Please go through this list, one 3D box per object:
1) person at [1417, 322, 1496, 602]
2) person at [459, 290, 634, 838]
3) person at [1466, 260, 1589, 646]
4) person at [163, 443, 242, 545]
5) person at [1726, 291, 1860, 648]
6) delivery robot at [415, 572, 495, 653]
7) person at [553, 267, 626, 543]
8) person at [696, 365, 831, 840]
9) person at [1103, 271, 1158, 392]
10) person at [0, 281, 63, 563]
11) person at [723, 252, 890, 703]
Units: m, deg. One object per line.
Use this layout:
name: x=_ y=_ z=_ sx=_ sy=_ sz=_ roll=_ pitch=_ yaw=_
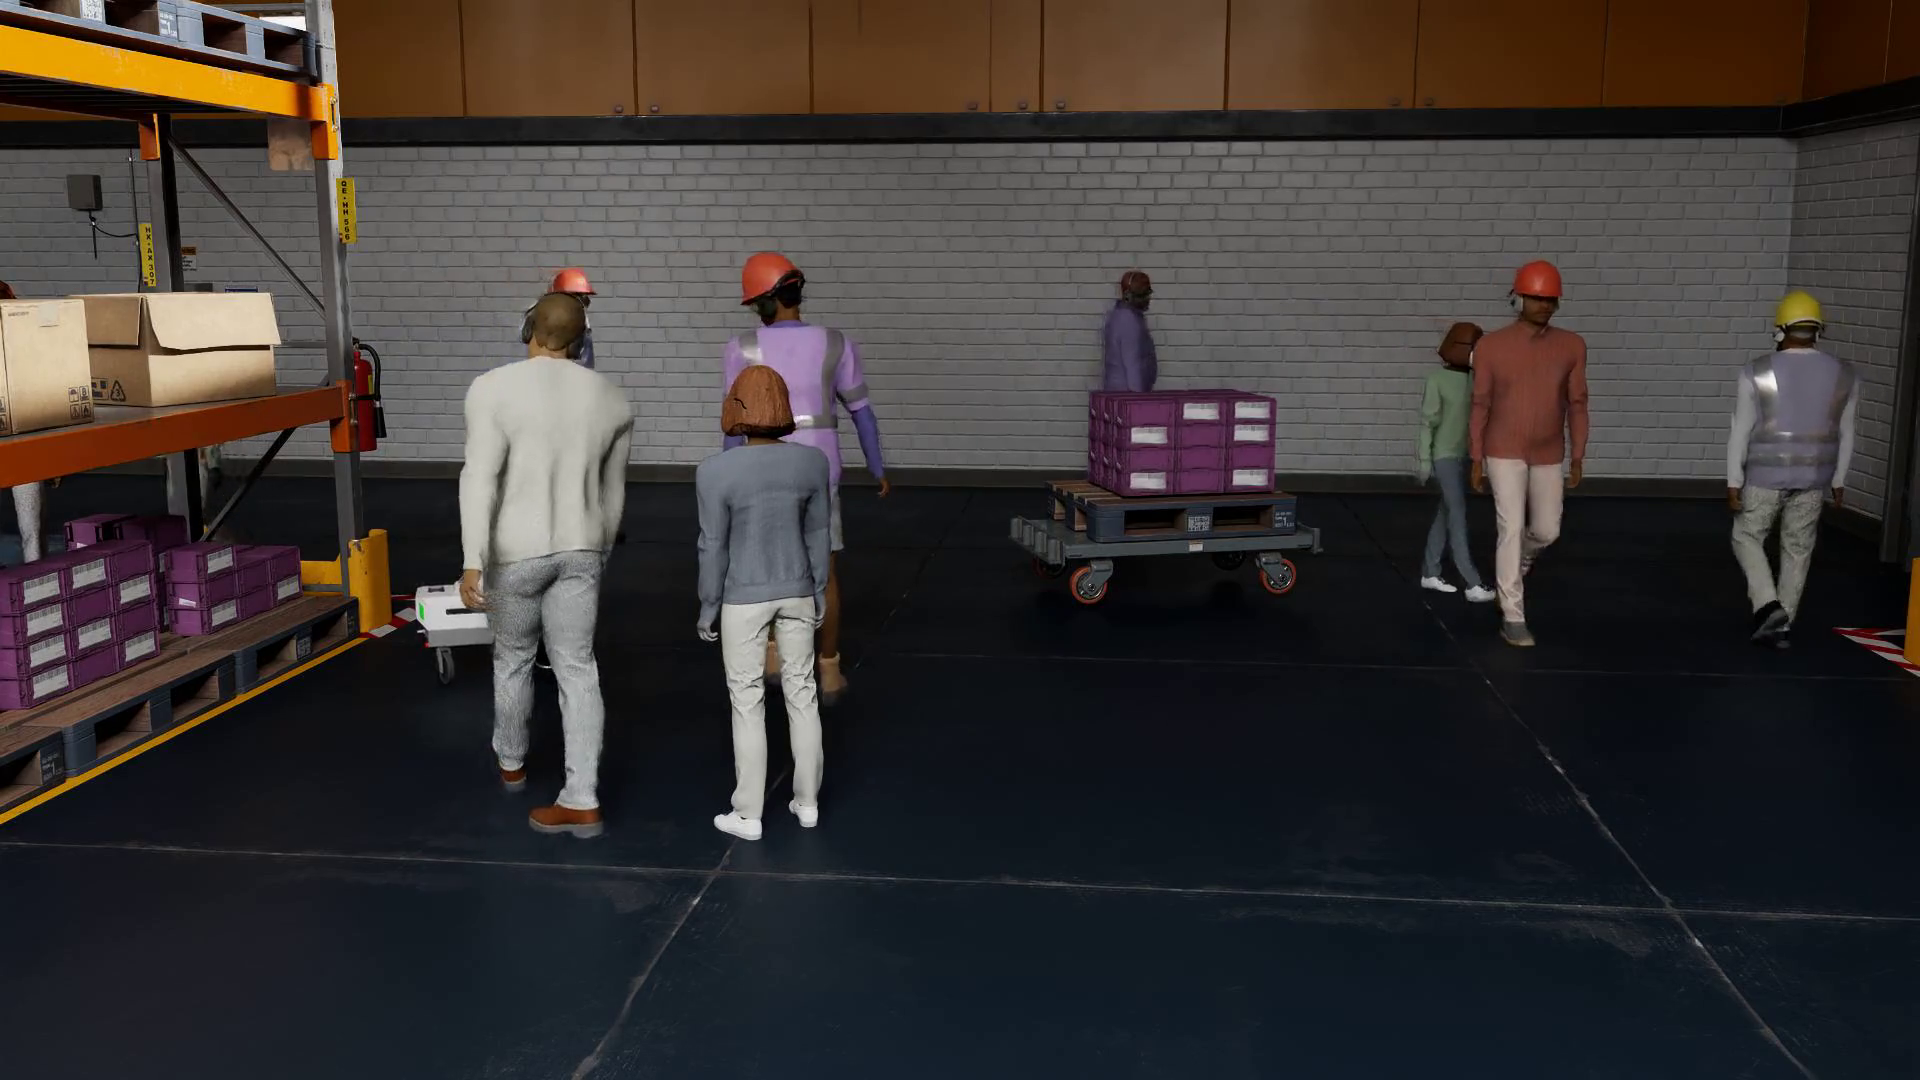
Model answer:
person: x=2.944 y=-0.449 z=9.641 sx=0.511 sy=1.612 sz=0.632 roll=-7 pitch=12 yaw=-35
person: x=-1.499 y=0.062 z=5.934 sx=0.702 sy=1.872 sz=0.960 roll=-6 pitch=12 yaw=-32
person: x=2.957 y=-0.476 z=8.743 sx=0.627 sy=1.973 sz=0.775 roll=0 pitch=10 yaw=-1
person: x=-4.366 y=-0.445 z=9.557 sx=0.537 sy=1.616 sz=0.563 roll=7 pitch=12 yaw=34
person: x=4.149 y=-0.330 z=8.330 sx=0.617 sy=1.818 sz=0.558 roll=2 pitch=10 yaw=9
delivery robot: x=-2.224 y=0.326 z=7.931 sx=0.707 sy=0.478 sz=0.477 roll=-3 pitch=10 yaw=-15
person: x=-2.660 y=-0.867 z=11.158 sx=0.793 sy=1.914 sz=0.551 roll=-7 pitch=12 yaw=-34
person: x=-0.673 y=0.217 z=5.735 sx=0.500 sy=1.633 sz=0.285 roll=-6 pitch=12 yaw=-32
person: x=1.261 y=-1.074 z=12.493 sx=0.408 sy=1.863 sz=0.825 roll=-2 pitch=10 yaw=-9
person: x=-5.031 y=-0.429 z=8.764 sx=0.568 sy=1.876 sz=0.352 roll=-9 pitch=13 yaw=-40
person: x=-0.701 y=-0.302 z=7.620 sx=0.774 sy=2.006 sz=0.770 roll=-2 pitch=10 yaw=-14
